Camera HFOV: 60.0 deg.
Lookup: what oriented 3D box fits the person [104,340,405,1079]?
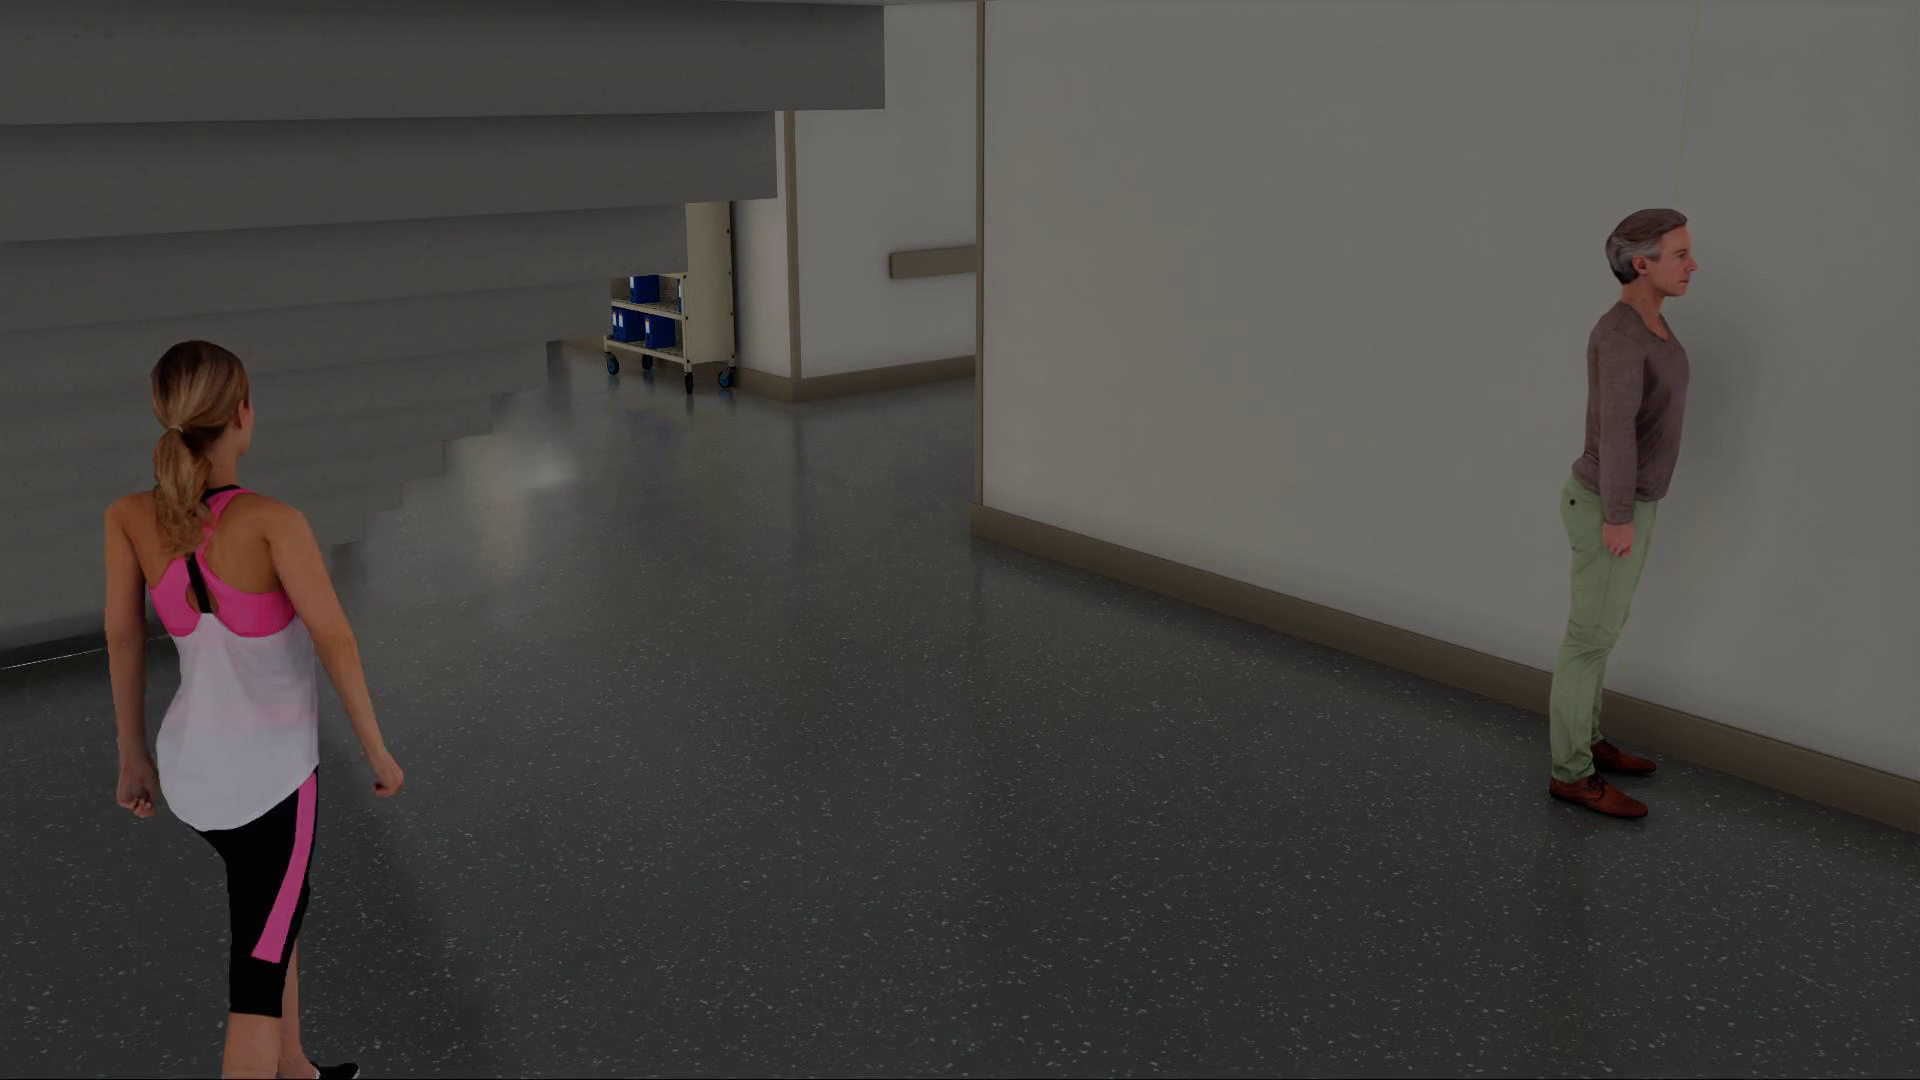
[{"bbox_3d":[-1.469,0.529,3.253,0.882,1.759,0.929,6,17,20],"label":"person"}]

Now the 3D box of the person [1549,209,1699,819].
[{"bbox_3d":[2.076,-0.099,5.266,0.742,1.876,0.758,8,18,26],"label":"person"}]
